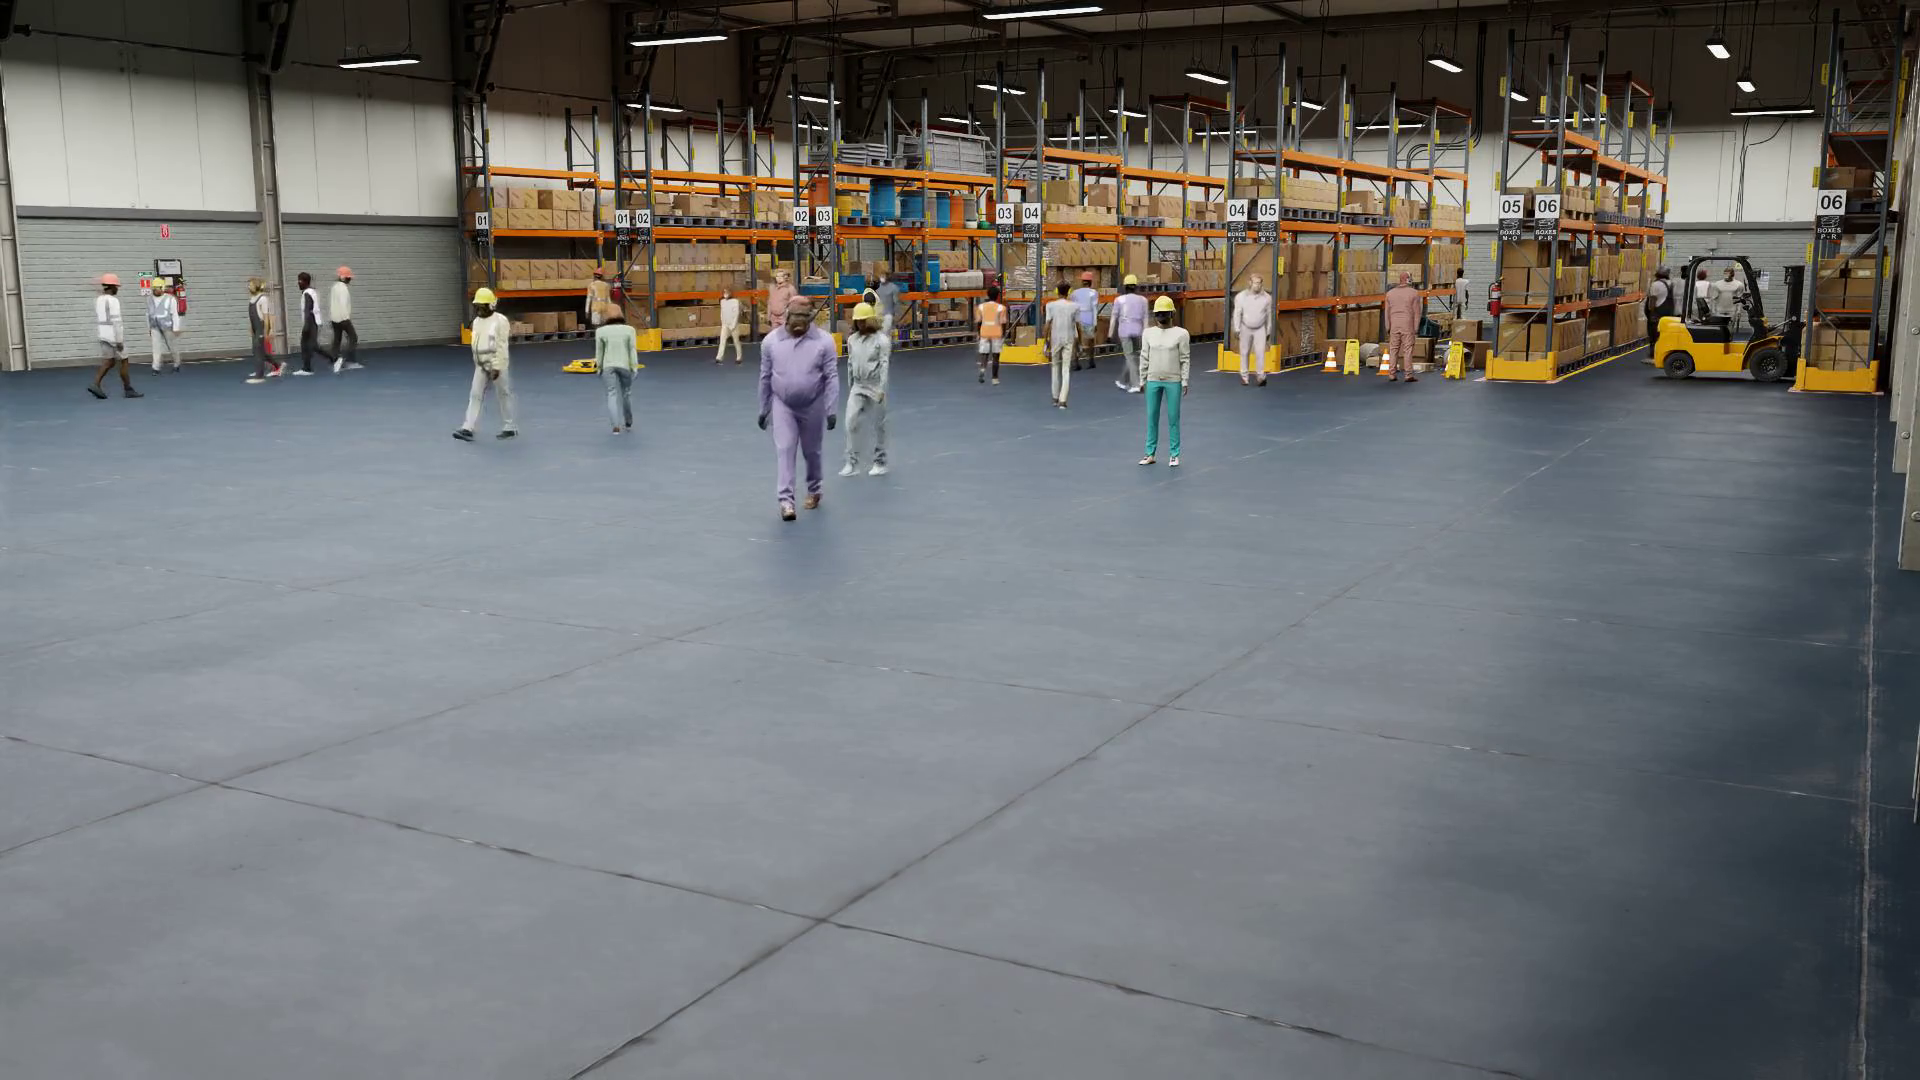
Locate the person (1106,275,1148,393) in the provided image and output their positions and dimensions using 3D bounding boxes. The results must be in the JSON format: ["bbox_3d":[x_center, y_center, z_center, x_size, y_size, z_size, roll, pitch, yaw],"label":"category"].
[{"bbox_3d":[2.705,-3.310,26.699,0.607,1.875,0.985,-4,11,-23],"label":"person"}]

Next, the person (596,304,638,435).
[{"bbox_3d":[-4.233,-2.113,20.531,0.503,1.577,0.880,-2,10,-10],"label":"person"}]

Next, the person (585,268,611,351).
[{"bbox_3d":[-8.335,-5.261,38.076,0.610,1.890,0.672,-8,13,-41],"label":"person"}]

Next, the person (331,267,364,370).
[{"bbox_3d":[-11.758,-4.235,31.838,0.685,1.962,0.631,-9,13,-43],"label":"person"}]

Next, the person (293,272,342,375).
[{"bbox_3d":[-11.831,-3.965,30.511,0.806,1.893,0.604,-4,10,-21],"label":"person"}]

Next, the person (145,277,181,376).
[{"bbox_3d":[-14.657,-3.934,30.601,0.598,1.794,0.934,0,10,-2],"label":"person"}]

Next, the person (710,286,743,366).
[{"bbox_3d":[-4.598,-4.244,32.990,0.509,1.583,0.848,6,11,31],"label":"person"}]

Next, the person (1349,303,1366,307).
[{"bbox_3d":[10.573,-6.366,44.375,0.846,1.940,0.717,-6,11,-31],"label":"person"}]

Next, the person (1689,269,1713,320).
[{"bbox_3d":[18.461,-5.808,41.416,0.586,1.860,0.781,1,10,8],"label":"person"}]

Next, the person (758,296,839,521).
[{"bbox_3d":[-1.359,-1.115,13.962,0.691,1.858,1.005,-1,10,-3],"label":"person"}]

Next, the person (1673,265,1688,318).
[{"bbox_3d":[18.746,-6.175,43.269,0.638,1.941,0.421,-7,12,-36],"label":"person"}]

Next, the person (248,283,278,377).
[{"bbox_3d":[-12.608,-3.785,29.862,0.744,1.745,0.546,-9,13,-42],"label":"person"}]

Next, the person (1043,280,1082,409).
[{"bbox_3d":[1.489,-2.823,24.000,0.561,1.816,0.968,1,10,4],"label":"person"}]

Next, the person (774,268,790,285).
[{"bbox_3d":[-3.811,-4.791,35.259,0.456,1.907,0.611,-2,10,-9],"label":"person"}]

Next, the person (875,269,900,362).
[{"bbox_3d":[-1.499,-4.638,34.356,0.638,1.923,0.744,5,11,28],"label":"person"}]

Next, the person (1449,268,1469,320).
[{"bbox_3d":[13.364,-6.345,44.530,0.515,1.860,0.326,2,10,12],"label":"person"}]

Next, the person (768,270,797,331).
[{"bbox_3d":[-3.556,-4.413,33.073,0.651,1.906,0.409,6,11,30],"label":"person"}]

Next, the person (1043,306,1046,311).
[{"bbox_3d":[2.480,-6.147,43.460,0.629,1.824,0.448,6,11,30],"label":"person"}]

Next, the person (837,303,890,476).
[{"bbox_3d":[-0.942,-1.465,16.366,0.508,1.713,0.729,4,11,23],"label":"person"}]

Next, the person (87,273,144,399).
[{"bbox_3d":[-12.946,-3.098,25.350,0.553,1.924,0.704,7,12,35],"label":"person"}]

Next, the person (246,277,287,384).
[{"bbox_3d":[-11.940,-3.594,28.500,0.656,1.829,0.531,-8,13,-41],"label":"person"}]

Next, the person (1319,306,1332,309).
[{"bbox_3d":[9.840,-6.233,44.460,0.539,1.666,0.598,3,10,19],"label":"person"}]

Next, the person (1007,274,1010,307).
[{"bbox_3d":[1.569,-7.106,48.769,0.654,1.926,0.515,8,13,40],"label":"person"}]

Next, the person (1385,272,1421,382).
[{"bbox_3d":[7.701,-3.695,28.888,0.643,1.902,0.400,8,13,39],"label":"person"}]

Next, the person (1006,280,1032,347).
[{"bbox_3d":[1.341,-5.260,37.630,0.613,2.041,0.393,2,10,13],"label":"person"}]

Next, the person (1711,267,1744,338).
[{"bbox_3d":[16.877,-5.033,36.617,0.630,1.935,0.369,6,11,30],"label":"person"}]

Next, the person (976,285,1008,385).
[{"bbox_3d":[0.530,-3.429,27.940,0.553,1.683,0.425,3,10,19],"label":"person"}]

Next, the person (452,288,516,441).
[{"bbox_3d":[-5.579,-2.039,19.488,0.595,1.787,0.891,6,11,31],"label":"person"}]

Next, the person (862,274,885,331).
[{"bbox_3d":[-1.588,-3.937,30.471,0.429,1.844,0.622,0,10,-2],"label":"person"}]

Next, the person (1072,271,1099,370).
[{"bbox_3d":[2.389,-4.202,31.876,0.551,1.898,0.996,4,11,23],"label":"person"}]

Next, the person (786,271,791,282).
[{"bbox_3d":[-3.890,-5.080,37.159,0.521,1.848,0.395,4,11,23],"label":"person"}]

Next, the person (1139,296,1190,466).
[{"bbox_3d":[2.111,-1.642,17.256,0.534,1.767,0.319,4,11,23],"label":"person"}]

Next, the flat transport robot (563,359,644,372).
[{"bbox_3d":[-6.738,-3.324,31.477,0.652,0.197,1.431,8,12,38],"label":"flat transport robot"}]

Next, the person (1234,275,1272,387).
[{"bbox_3d":[4.888,-3.475,27.718,0.652,1.856,1.001,0,10,2],"label":"person"}]

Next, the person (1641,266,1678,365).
[{"bbox_3d":[14.025,-4.543,33.436,0.832,2.000,0.573,-5,11,-28],"label":"person"}]
